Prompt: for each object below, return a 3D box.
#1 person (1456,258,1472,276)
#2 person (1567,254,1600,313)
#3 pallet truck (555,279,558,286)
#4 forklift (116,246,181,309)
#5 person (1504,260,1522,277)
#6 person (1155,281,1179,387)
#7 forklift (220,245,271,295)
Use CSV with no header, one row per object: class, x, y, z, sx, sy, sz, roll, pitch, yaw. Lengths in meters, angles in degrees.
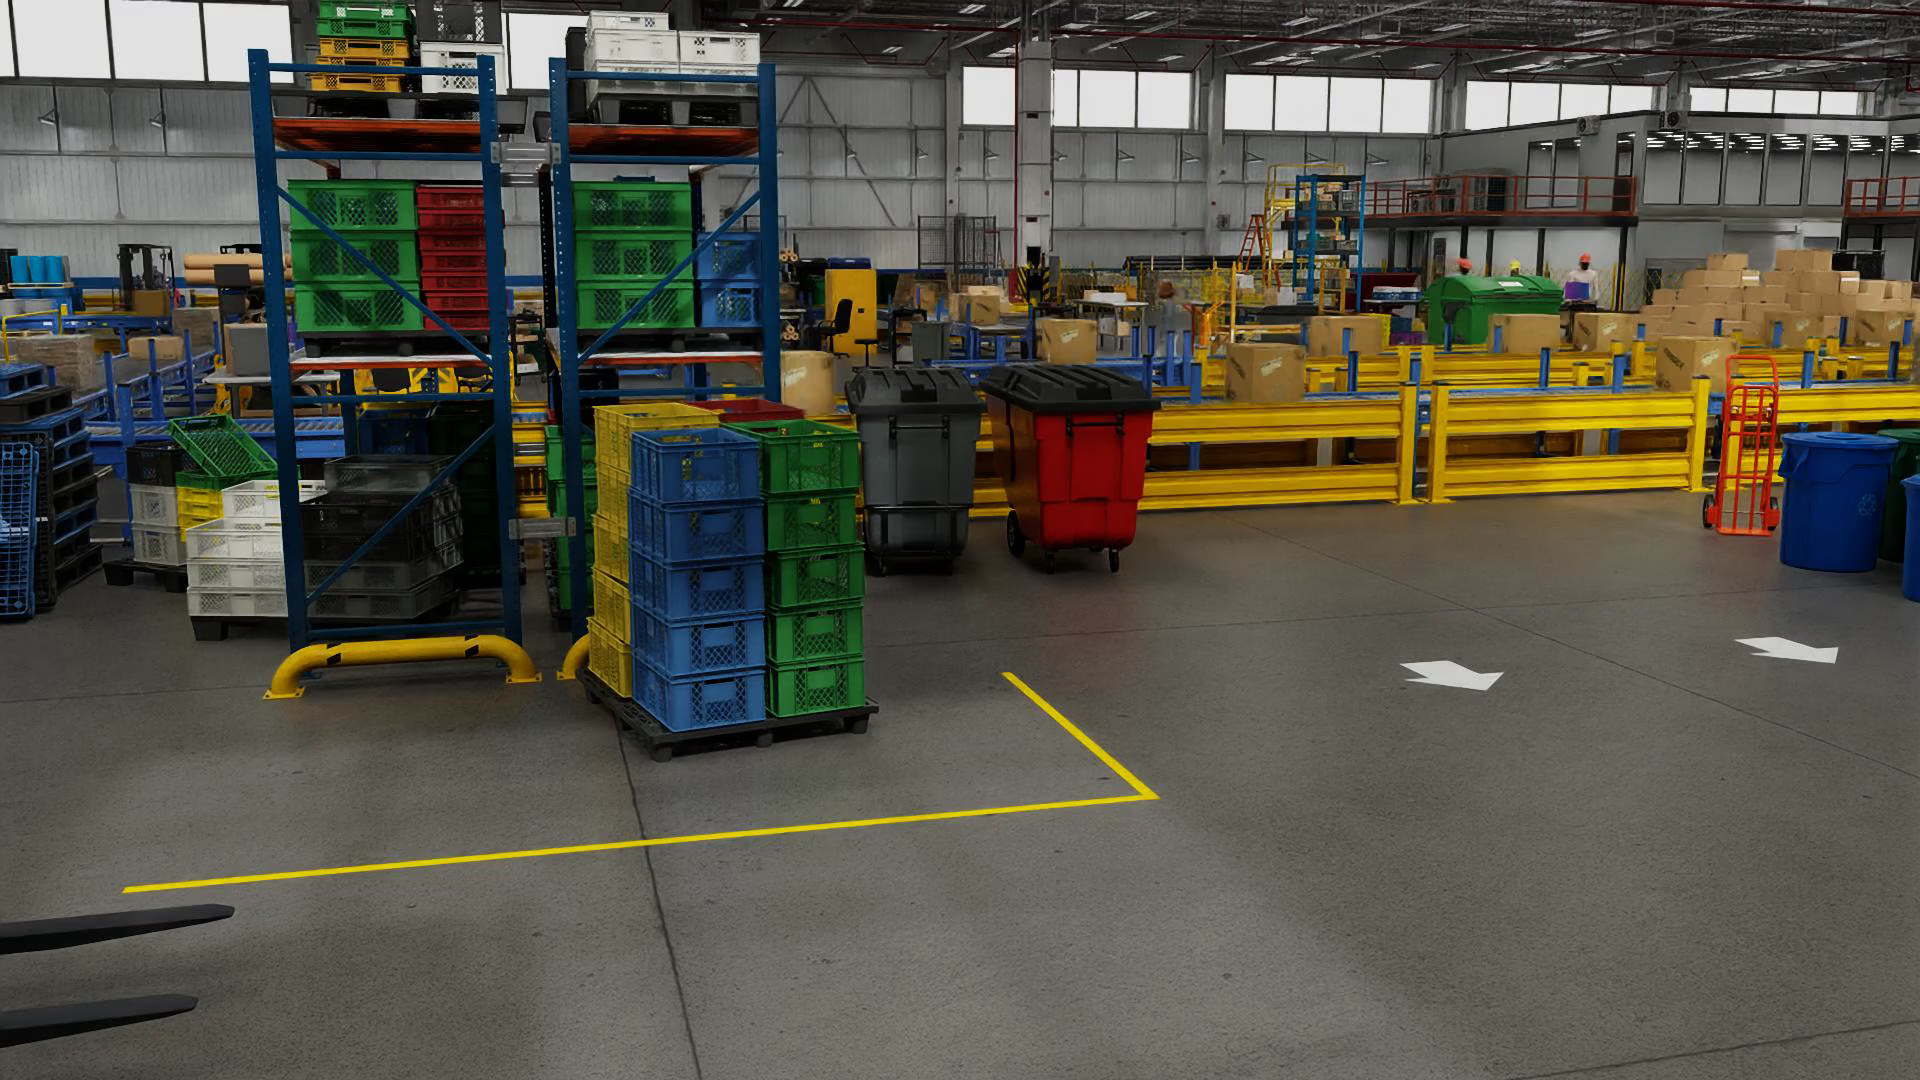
person,10.954,-5.213,36.359,0.969,1.864,0.600,4,11,20
person,13.443,-5.157,35.766,0.617,1.963,0.871,0,10,0
pallet truck,-10.604,-6.375,44.520,0.653,1.274,1.630,-3,10,-15
forklift,-19.966,-6.232,40.894,1.157,1.987,2.680,-3,10,-15
person,11.738,-5.009,35.280,0.596,1.831,0.403,6,11,29
person,3.017,-2.979,24.393,0.508,1.613,0.518,1,10,6
forklift,-17.749,-6.334,41.440,1.157,1.987,2.680,-3,10,-17
